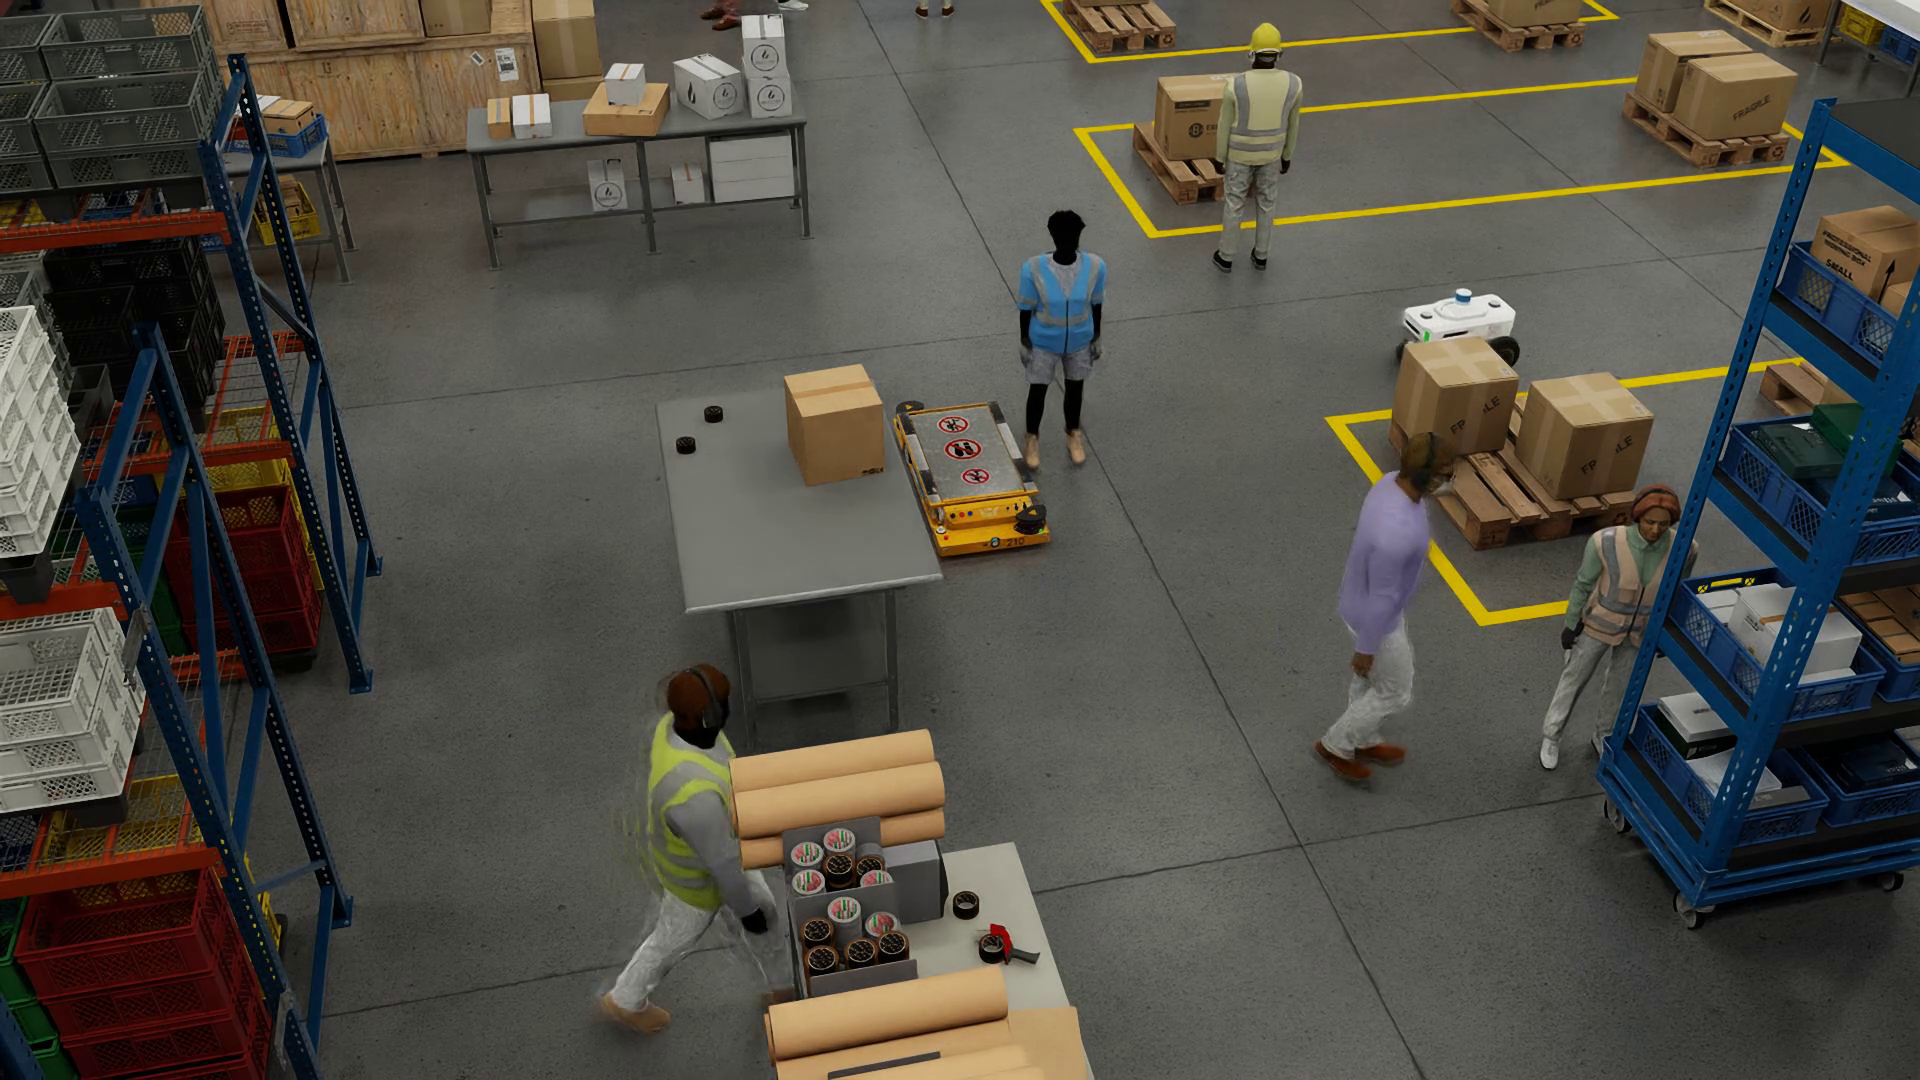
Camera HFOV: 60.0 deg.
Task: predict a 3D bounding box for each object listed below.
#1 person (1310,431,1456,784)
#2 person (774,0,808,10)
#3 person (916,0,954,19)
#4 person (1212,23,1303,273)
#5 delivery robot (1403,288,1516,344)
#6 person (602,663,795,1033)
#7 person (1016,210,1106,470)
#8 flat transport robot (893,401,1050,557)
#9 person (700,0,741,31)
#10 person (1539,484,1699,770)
[{"bbox_3d":[1.951,0.341,7.706,0.558,1.923,0.692,7,37,9],"label":"person"},{"bbox_3d":[-1.789,-6.309,16.641,0.392,1.919,0.592,-8,37,-10],"label":"person"},{"bbox_3d":[-0.281,-6.100,16.406,0.533,1.862,0.311,-2,37,-3],"label":"person"},{"bbox_3d":[2.130,-2.814,12.022,0.589,1.825,0.403,-5,37,-7],"label":"person"},{"bbox_3d":[3.343,-1.453,11.172,0.707,0.478,0.477,-11,38,-14],"label":"delivery robot"},{"bbox_3d":[-1.044,1.266,6.578,0.976,1.782,0.641,-2,37,-3],"label":"person"},{"bbox_3d":[0.599,-1.193,9.947,0.540,1.695,0.317,-6,37,-8],"label":"person"},{"bbox_3d":[0.046,-0.430,10.108,0.652,0.197,1.431,-8,37,-10],"label":"flat transport robot"},{"bbox_3d":[-2.331,-5.947,16.173,0.437,1.902,0.660,-22,42,-27],"label":"person"},{"bbox_3d":[3.094,0.424,7.821,0.522,1.639,0.309,3,37,4],"label":"person"}]
